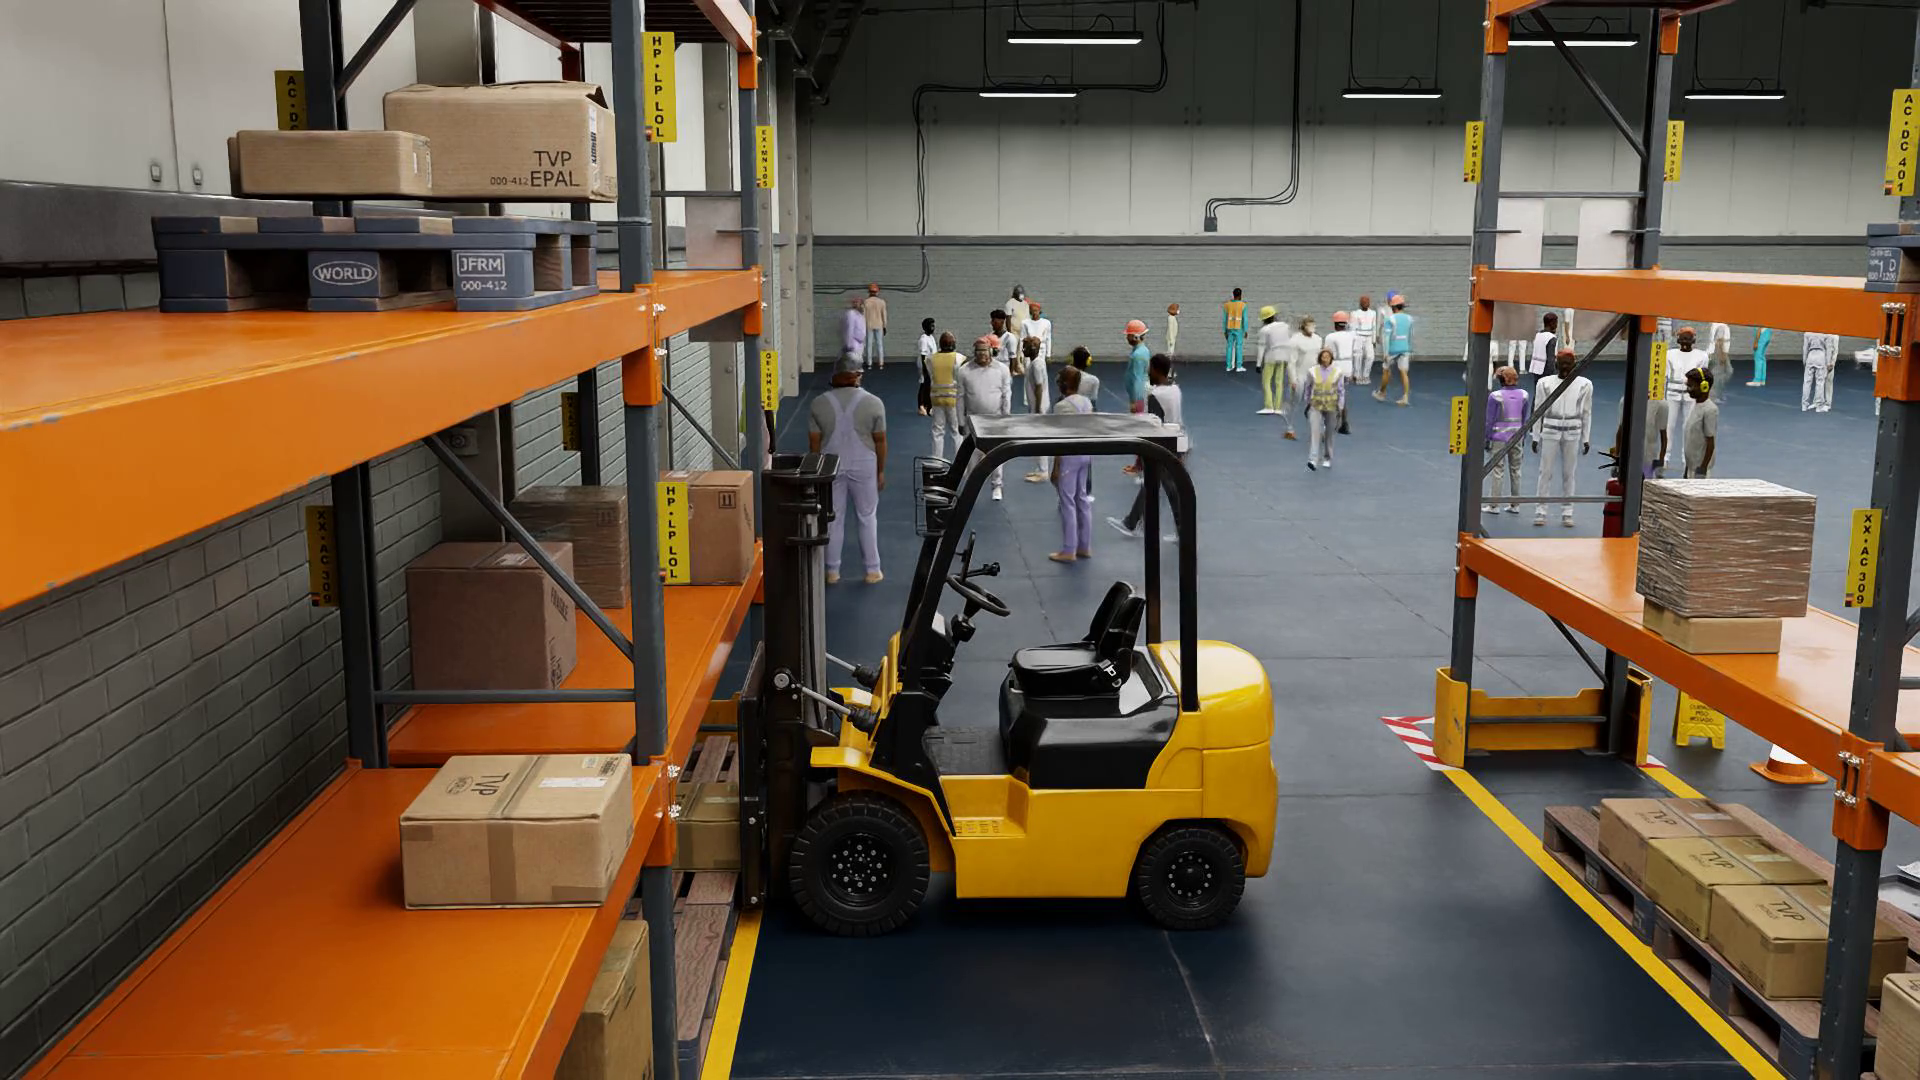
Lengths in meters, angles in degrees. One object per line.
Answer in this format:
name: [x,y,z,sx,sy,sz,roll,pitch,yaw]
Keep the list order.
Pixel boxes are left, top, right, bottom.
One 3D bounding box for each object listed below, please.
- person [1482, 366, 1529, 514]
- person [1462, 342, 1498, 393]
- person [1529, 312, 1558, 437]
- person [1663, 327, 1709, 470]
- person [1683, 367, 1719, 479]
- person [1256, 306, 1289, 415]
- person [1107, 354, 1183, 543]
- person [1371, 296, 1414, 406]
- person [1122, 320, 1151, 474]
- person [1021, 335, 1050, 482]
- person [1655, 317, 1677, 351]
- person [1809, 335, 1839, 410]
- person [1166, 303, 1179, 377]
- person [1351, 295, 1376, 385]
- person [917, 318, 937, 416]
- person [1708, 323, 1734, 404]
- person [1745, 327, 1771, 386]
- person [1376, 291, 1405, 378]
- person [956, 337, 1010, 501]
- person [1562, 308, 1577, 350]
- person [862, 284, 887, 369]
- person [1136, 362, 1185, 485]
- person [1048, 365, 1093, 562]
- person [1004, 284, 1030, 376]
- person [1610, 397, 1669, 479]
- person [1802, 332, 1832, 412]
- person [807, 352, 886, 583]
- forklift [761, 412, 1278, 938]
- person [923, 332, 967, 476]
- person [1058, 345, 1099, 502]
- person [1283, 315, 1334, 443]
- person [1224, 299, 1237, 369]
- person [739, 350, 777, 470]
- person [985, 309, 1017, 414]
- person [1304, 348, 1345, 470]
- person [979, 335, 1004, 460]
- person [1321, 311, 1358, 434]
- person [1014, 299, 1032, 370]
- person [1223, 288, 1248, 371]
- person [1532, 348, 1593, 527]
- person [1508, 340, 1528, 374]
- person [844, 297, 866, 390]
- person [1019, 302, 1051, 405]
person: [6.001,-1.091,18.286,0.515,1.634,0.312,-3,11,-14]
person: [8.557,-2.732,27.375,0.539,1.647,0.891,4,11,22]
person: [8.967,-2.534,25.551,0.397,1.911,0.588,-1,10,-5]
person: [9.459,-1.847,21.787,0.582,1.882,0.338,4,11,23]
person: [6.674,-0.636,15.097,0.328,1.865,0.519,2,10,11]
person: [5.411,-3.088,28.737,0.692,1.878,0.388,-5,11,-24]
person: [1.911,-0.906,16.572,0.966,1.868,0.618,5,11,25]
person: [7.996,-3.489,30.631,0.638,1.985,1.056,-3,11,-17]
person: [2.281,-1.839,21.477,0.405,1.987,0.608,2,10,10]
person: [0.945,-1.629,20.736,0.373,1.834,0.510,0,10,0]
person: [17.005,-5.102,40.057,0.404,1.835,0.590,-5,11,-26]
person: [15.398,-3.130,29.617,0.307,1.641,0.512,-2,10,-13]
person: [4.709,-4.434,36.926,0.279,1.627,0.498,2,10,11]
person: [8.454,-4.162,34.730,0.612,1.864,0.566,-3,11,-17]
person: [-0.569,-2.985,28.668,0.322,1.690,0.531,3,11,15]
person: [14.105,-3.424,30.726,0.528,1.824,0.590,5,11,26]
person: [16.616,-4.107,34.528,0.359,1.835,0.512,9,14,42]
person: [9.576,-4.577,36.979,0.612,1.902,1.001,1,10,4]
person: [0.266,-1.391,19.228,0.636,1.899,0.400,0,10,1]
person: [13.251,-4.395,36.086,0.344,1.847,0.505,7,13,36]
person: [-2.034,-5.015,39.125,0.623,1.992,0.397,-2,10,-11]
person: [2.455,-1.400,20.124,0.870,1.581,0.499,10,14,43]
person: [1.045,-0.717,15.612,0.338,1.845,0.508,8,13,38]
person: [1.335,-4.709,37.294,0.683,2.000,0.536,-10,14,-43]
person: [6.346,-0.724,15.565,0.334,1.873,0.521,-8,13,-38]
person: [15.141,-3.137,29.368,0.295,1.744,0.484,-8,13,-38]
person: [-0.976,-0.635,14.600,0.683,2.000,0.536,1,10,4]
forklift: [0.291,0.548,7.580,2.313,2.155,1.214,0,10,-2]
person: [-0.151,-1.730,21.251,0.619,1.845,0.430,3,11,17]
person: [1.303,-1.276,18.769,0.520,1.842,0.853,4,11,22]
person: [5.182,-2.393,24.813,0.659,1.884,1.000,-5,11,-26]
person: [6.456,-4.849,39.192,0.308,1.641,0.514,9,14,42]
person: [-2.157,-1.119,17.880,0.389,1.837,0.560,-7,12,-34]
person: [0.588,-2.542,25.430,0.607,1.966,0.367,9,13,40]
person: [4.766,-1.706,21.798,0.524,1.589,0.860,3,11,16]
person: [0.403,-1.918,22.599,0.403,1.735,0.559,1,10,6]
person: [5.914,-2.637,26.151,0.558,1.889,0.951,-4,11,-22]
person: [1.496,-4.658,37.999,0.901,1.687,0.541,10,14,43]
person: [6.380,-4.866,38.512,0.597,1.917,0.374,7,12,34]
person: [6.321,-1.077,17.495,0.584,1.882,0.337,3,11,15]
person: [12.662,-4.703,37.698,0.581,1.882,0.339,7,13,35]
person: [-2.081,-3.949,33.486,0.431,1.884,0.687,4,11,21]
person: [1.372,-3.394,30.403,0.584,1.882,0.337,0,10,-1]
